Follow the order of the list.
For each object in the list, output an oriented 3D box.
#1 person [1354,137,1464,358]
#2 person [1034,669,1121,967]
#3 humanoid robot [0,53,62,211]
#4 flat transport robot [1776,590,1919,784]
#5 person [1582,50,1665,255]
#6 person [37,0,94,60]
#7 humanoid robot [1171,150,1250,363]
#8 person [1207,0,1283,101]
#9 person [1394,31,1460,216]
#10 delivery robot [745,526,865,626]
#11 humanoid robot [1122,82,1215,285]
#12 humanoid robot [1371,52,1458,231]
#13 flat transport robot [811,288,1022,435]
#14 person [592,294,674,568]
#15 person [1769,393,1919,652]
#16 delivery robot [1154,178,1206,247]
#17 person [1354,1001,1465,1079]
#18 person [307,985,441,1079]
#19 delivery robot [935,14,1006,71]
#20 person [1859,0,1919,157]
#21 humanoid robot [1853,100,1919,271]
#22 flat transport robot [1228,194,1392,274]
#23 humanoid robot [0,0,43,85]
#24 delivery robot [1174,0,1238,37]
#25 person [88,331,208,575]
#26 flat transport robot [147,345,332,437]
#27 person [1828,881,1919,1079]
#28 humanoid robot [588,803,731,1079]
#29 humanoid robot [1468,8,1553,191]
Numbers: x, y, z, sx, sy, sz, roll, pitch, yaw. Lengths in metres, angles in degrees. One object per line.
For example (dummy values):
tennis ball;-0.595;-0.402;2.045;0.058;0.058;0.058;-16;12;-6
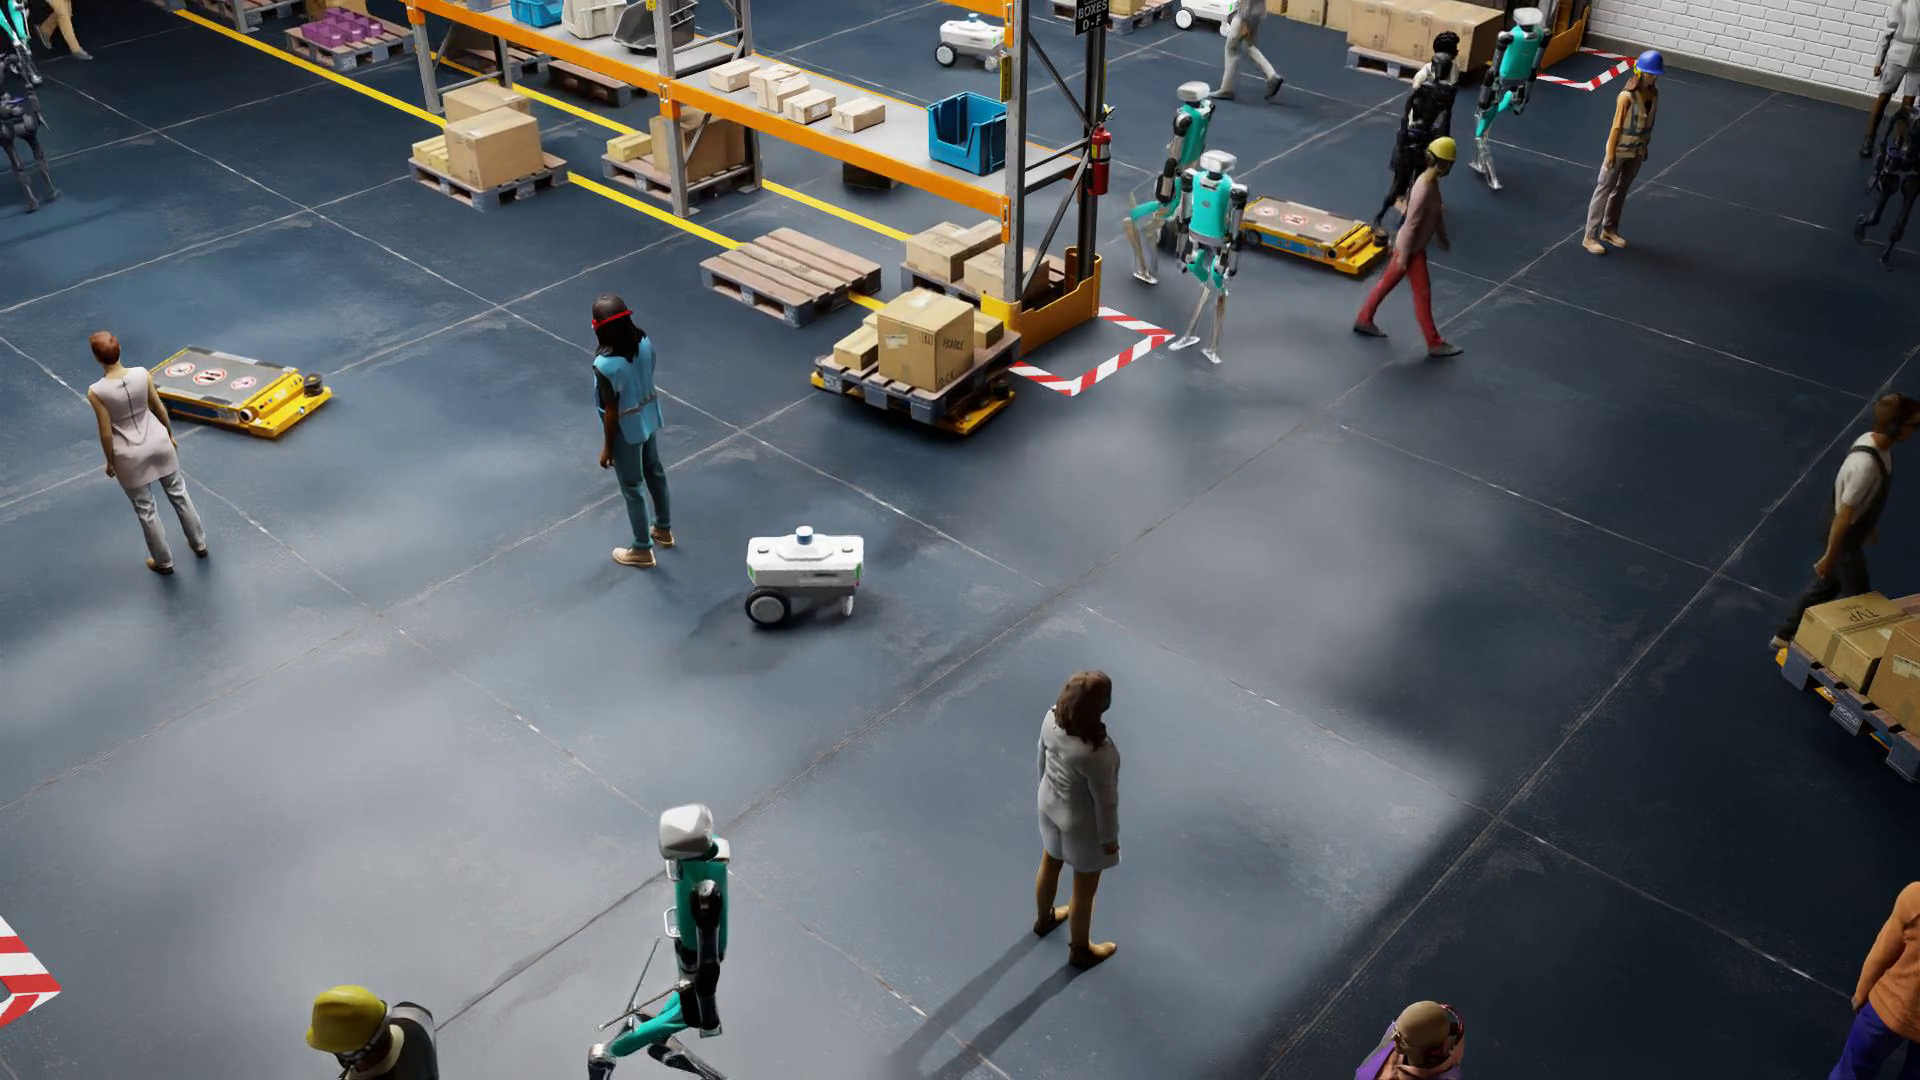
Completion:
person;3.556;-2.265;12.828;0.910;1.701;0.529;13;37;17
person;0.560;1.273;7.737;0.337;1.660;0.495;-23;41;-29
humanoid robot;-8.653;-3.835;15.138;0.610;1.641;0.453;-11;36;-15
flat transport robot;5.400;0.973;9.400;0.659;0.231;1.431;-11;36;-16
person;5.754;-3.342;14.323;0.463;1.777;0.326;-17;38;-23
person;-10.237;-6.274;18.628;0.699;1.715;0.569;9;36;13
humanoid robot;1.974;-2.182;12.677;0.578;1.765;0.712;21;40;28
person;3.039;-5.480;17.334;0.703;1.872;0.529;19;39;25
person;4.234;-3.753;14.998;0.534;1.692;0.320;-23;41;-29
delivery robot;-0.981;0.197;10.289;0.783;0.612;0.499;0;35;-1
humanoid robot;1.660;-2.927;13.836;0.759;1.865;0.531;21;40;28
humanoid robot;3.997;-3.494;14.639;0.613;1.647;0.427;-16;38;-22
flat transport robot;-0.362;-1.189;12.532;1.431;0.231;0.659;21;40;27
person;-2.052;-0.666;10.368;0.398;1.867;0.528;16;38;22
person;5.132;0.023;9.416;0.661;1.813;0.561;19;39;25
delivery robot;1.966;-2.974;14.863;0.499;0.589;0.790;-4;35;-5
person;1.626;2.306;6.214;0.350;1.693;0.477;-8;35;-11
person;-2.073;2.276;6.144;0.404;1.824;0.585;0;35;0
delivery robot;0.139;-5.604;18.663;0.766;0.579;0.499;14;37;20
person;9.145;-4.627;16.064;0.547;1.923;0.385;15;37;20
humanoid robot;8.050;-3.159;14.159;0.593;1.644;0.539;6;35;8
flat transport robot;3.034;-2.727;14.761;1.431;0.231;0.659;24;41;30
humanoid robot;-10.163;-5.673;17.741;0.530;1.718;1.006;-28;43;-34
delivery robot;2.962;-6.318;19.709;0.774;0.592;0.499;22;40;28
person;-5.103;-0.542;10.370;0.269;1.656;0.462;25;42;32
flat transport robot;-5.505;-1.118;12.430;1.431;0.231;0.659;12;36;17
person;3.830;1.871;6.606;0.513;1.974;0.406;23;41;29
humanoid robot;-1.353;1.850;6.869;0.985;1.777;0.530;-7;35;-10
humanoid robot;5.005;-4.173;15.559;0.530;1.742;0.905;-9;36;-13
